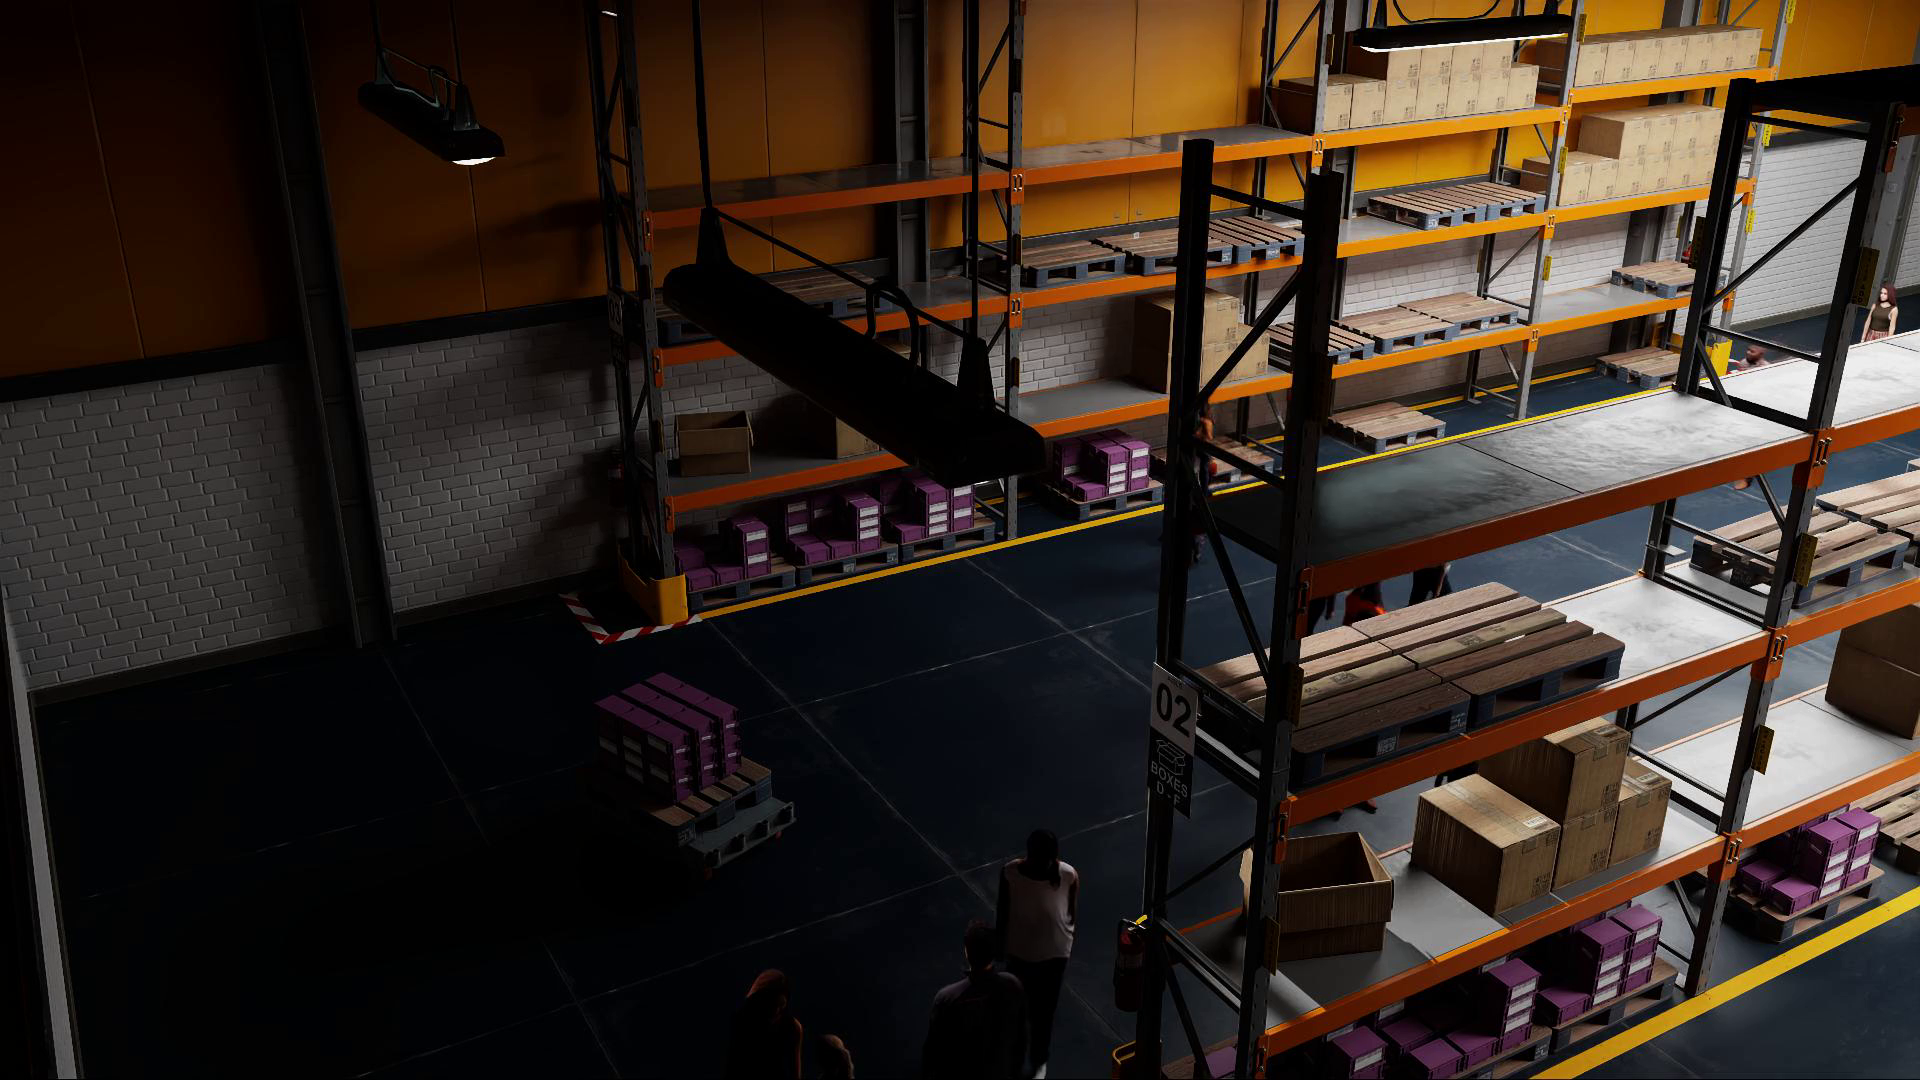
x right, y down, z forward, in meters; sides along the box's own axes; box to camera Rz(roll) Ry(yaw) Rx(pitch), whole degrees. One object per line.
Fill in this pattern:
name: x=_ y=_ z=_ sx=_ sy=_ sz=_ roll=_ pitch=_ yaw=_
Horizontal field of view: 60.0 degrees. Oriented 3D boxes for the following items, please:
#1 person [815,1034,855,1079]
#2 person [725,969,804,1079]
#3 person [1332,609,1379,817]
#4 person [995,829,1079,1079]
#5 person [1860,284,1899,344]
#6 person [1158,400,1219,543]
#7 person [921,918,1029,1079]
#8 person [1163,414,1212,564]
person: x=-0.650 y=3.329 z=9.339 sx=0.676 sy=1.269 sz=0.646 roll=17 pitch=29 yaw=34
person: x=-1.063 y=3.084 z=9.232 sx=0.892 sy=1.805 sz=0.931 roll=4 pitch=24 yaw=10
person: x=3.176 y=1.347 z=13.269 sx=0.587 sy=1.755 sz=0.765 roll=-8 pitch=25 yaw=-17
person: x=0.505 y=2.549 z=10.644 sx=1.129 sy=1.655 sz=1.153 roll=4 pitch=24 yaw=10
person: x=12.642 y=-2.768 z=22.922 sx=0.515 sy=1.562 sz=0.550 roll=-14 pitch=27 yaw=-29
person: x=2.651 y=-0.815 z=18.310 sx=1.156 sy=1.677 sz=0.712 roll=-13 pitch=27 yaw=-27
person: x=0.126 y=3.032 z=9.238 sx=1.169 sy=1.895 sz=0.826 roll=-11 pitch=26 yaw=-24
person: x=2.378 y=-0.462 z=17.262 sx=0.924 sy=1.871 sz=1.203 roll=19 pitch=30 yaw=37
